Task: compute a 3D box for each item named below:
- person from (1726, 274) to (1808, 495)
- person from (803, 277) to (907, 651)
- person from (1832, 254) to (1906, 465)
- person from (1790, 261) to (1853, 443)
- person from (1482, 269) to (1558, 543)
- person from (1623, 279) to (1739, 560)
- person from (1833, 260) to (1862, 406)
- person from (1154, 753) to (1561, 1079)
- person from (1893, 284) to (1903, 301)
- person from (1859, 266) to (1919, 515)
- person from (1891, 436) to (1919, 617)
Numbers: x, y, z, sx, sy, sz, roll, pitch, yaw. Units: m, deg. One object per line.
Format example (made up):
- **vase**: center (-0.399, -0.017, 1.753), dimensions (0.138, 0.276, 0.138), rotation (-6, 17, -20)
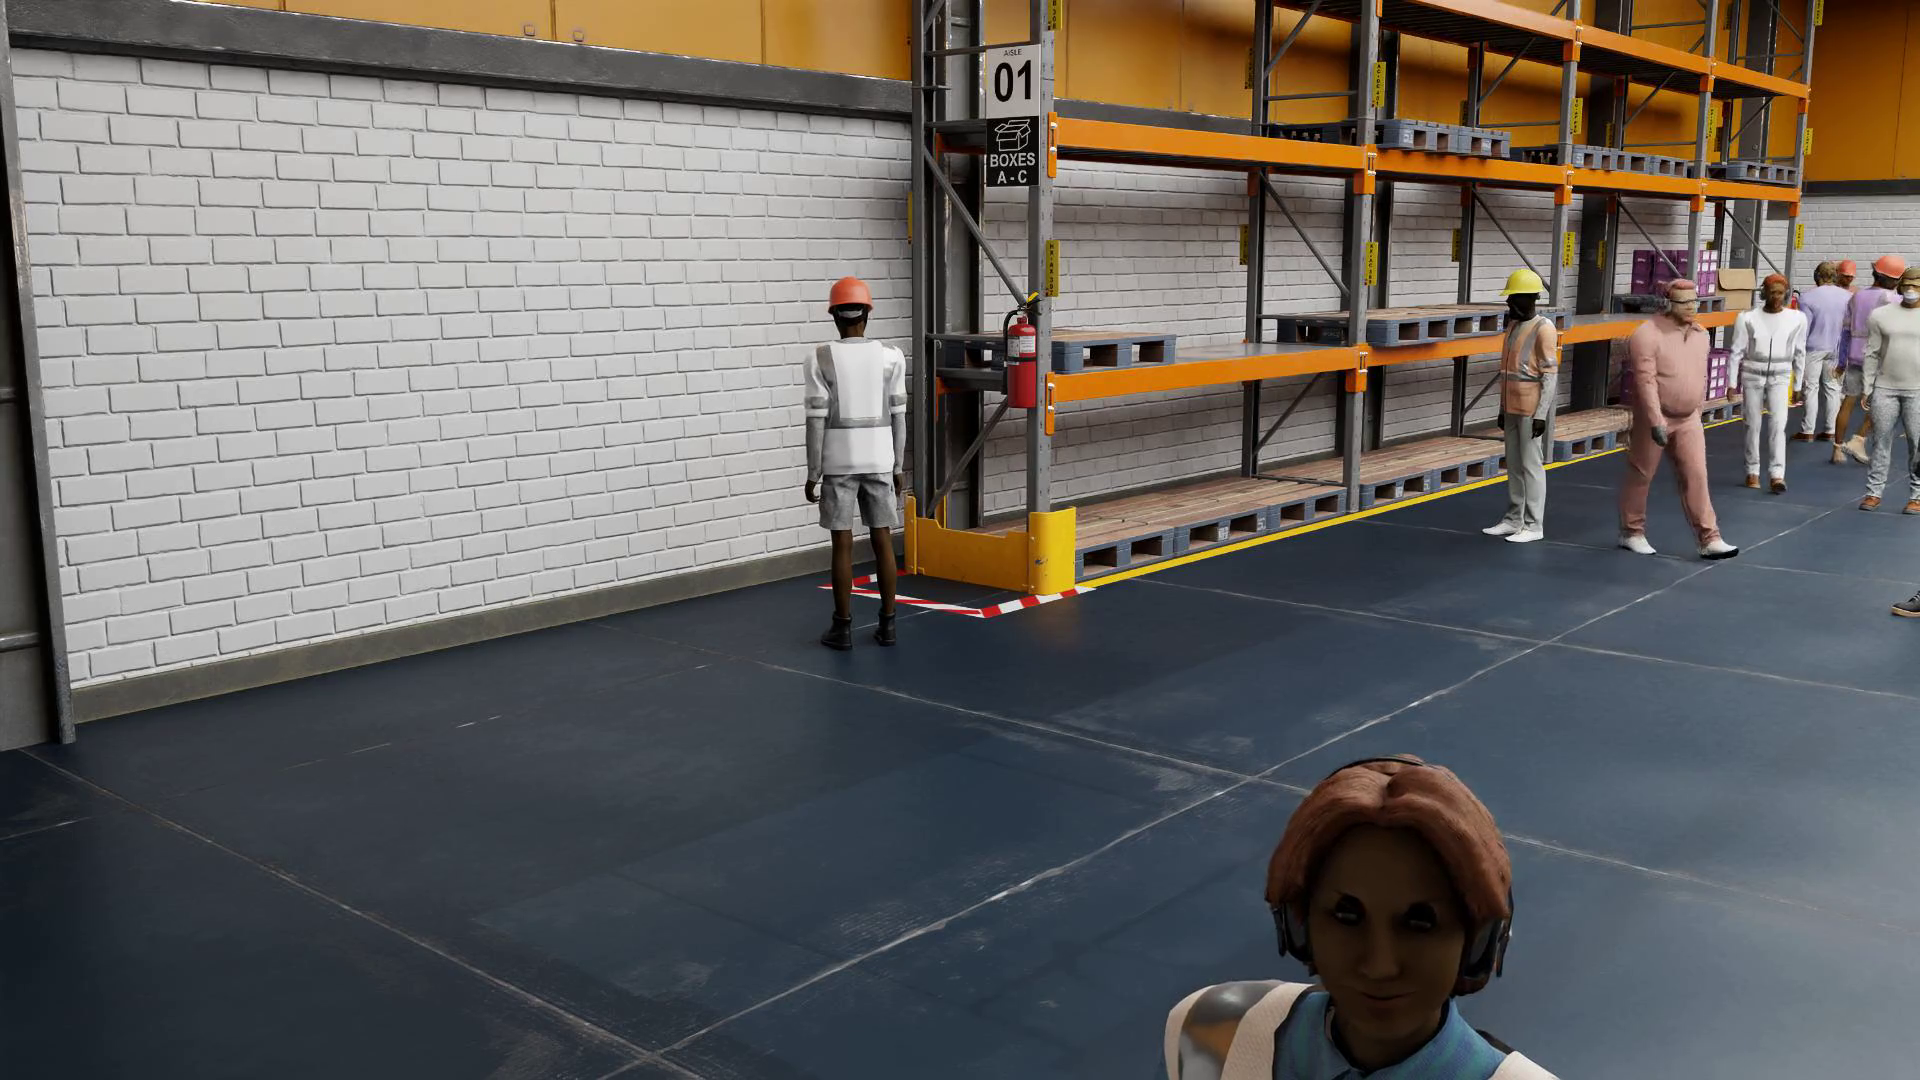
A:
- **person**: center (6.827, -1.313, 14.102), dimensions (0.606, 1.840, 0.930), rotation (4, 11, 22)
- **person**: center (-0.549, -0.389, 8.620), dimensions (0.543, 1.927, 0.383), rotation (-3, 10, -17)
- **person**: center (8.661, -1.700, 15.831), dimensions (0.456, 2.011, 0.730), rotation (-3, 10, -15)
- **person**: center (9.210, -2.007, 17.799), dimensions (0.635, 1.937, 0.352), rotation (-1, 10, -7)
- **person**: center (3.971, -0.943, 11.770), dimensions (0.385, 1.925, 0.592), rotation (-2, 10, -9)
- **person**: center (4.765, -0.778, 11.009), dimensions (0.654, 1.864, 0.953), rotation (-3, 10, -14)
- **person**: center (11.584, -2.757, 22.115), dimensions (0.645, 1.940, 0.951), rotation (0, 10, 3)
- **person**: center (0.372, 0.991, 1.563), dimensions (0.522, 1.644, 0.305), rotation (9, 13, 42)
- **person**: center (12.132, -2.626, 21.728), dimensions (0.576, 1.806, 0.956), rotation (9, 13, 42)
- **person**: center (7.415, -1.168, 13.051), dimensions (0.628, 1.933, 0.357), rotation (10, 14, 43)
- **person**: center (5.511, -0.501, 9.140), dimensions (0.361, 1.965, 0.613), rotation (-3, 10, -14)
